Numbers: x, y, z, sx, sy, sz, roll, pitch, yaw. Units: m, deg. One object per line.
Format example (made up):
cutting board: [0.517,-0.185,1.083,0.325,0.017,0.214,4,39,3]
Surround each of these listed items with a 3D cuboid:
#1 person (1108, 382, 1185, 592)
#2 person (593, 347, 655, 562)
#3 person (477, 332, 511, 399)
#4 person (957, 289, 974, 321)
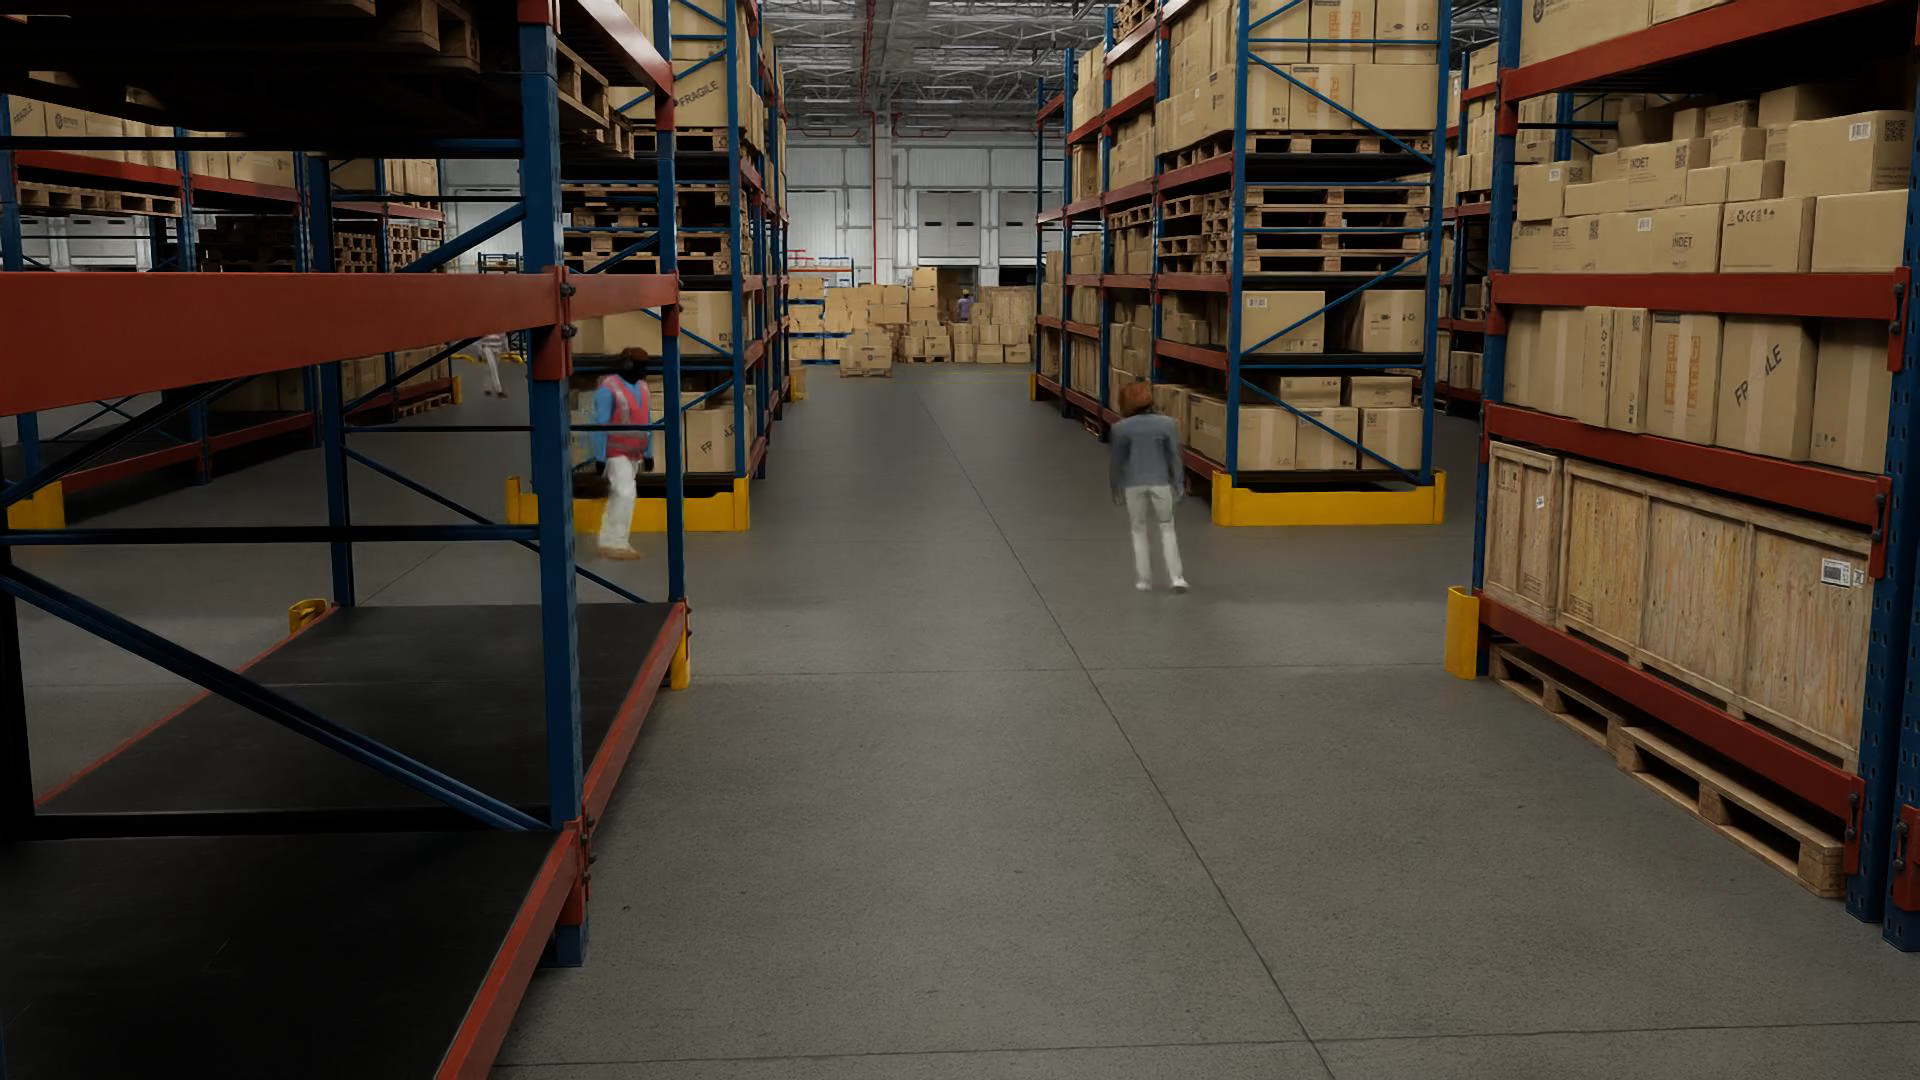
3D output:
person: [1.411,-0.399,12.645,0.585,1.596,0.314,1,9,7]
person: [-2.826,-0.716,13.982,0.648,1.810,0.641,3,10,19]
person: [-9.183,-3.701,32.657,0.980,1.836,0.593,8,12,43]
person: [0.203,-7.670,57.274,0.595,1.925,0.372,-1,9,-4]
